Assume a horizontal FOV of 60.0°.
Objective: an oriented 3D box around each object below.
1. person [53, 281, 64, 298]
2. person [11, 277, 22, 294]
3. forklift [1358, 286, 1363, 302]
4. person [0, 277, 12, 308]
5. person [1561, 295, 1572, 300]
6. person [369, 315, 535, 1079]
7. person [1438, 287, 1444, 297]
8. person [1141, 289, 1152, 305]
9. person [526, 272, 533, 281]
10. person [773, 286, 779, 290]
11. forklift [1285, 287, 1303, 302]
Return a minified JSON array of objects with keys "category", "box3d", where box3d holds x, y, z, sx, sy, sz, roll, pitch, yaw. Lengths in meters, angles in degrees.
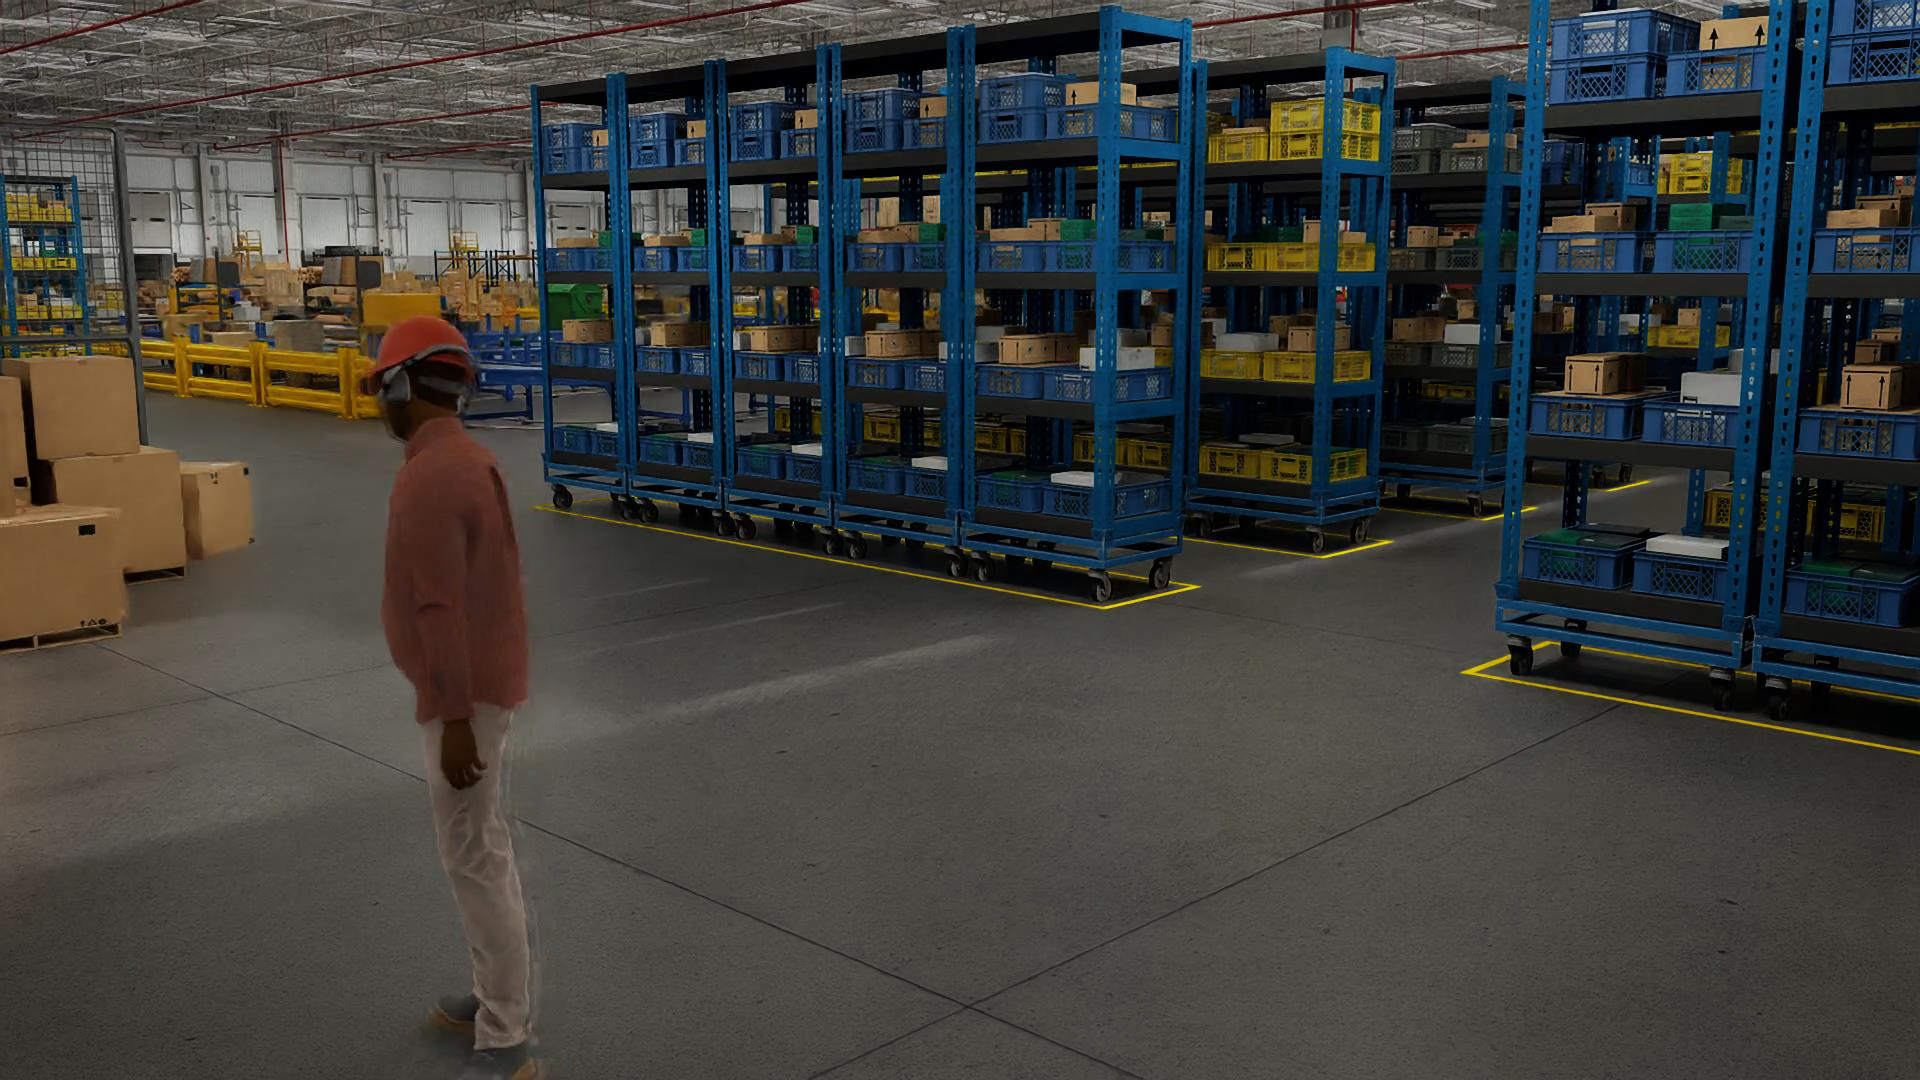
[{"category":"person","box3d":[-19.296,-4.645,35.699,1.003,1.802,0.550,-4,10,-23]},{"category":"person","box3d":[-34.952,-8.990,61.806,0.630,1.977,1.067,4,10,25]},{"category":"forklift","box3d":[11.100,-7.017,46.970,1.873,2.768,1.129,9,13,43]},{"category":"person","box3d":[-34.459,-8.614,59.822,0.641,1.883,1.042,-6,11,-32]},{"category":"person","box3d":[12.537,-4.434,34.333,0.602,1.830,0.404,-7,12,-37]},{"category":"person","box3d":[-1.307,0.419,4.256,0.403,1.953,0.804,-1,9,-6]},{"category":"person","box3d":[13.118,-6.274,46.114,0.553,1.662,0.692,8,12,40]},{"category":"person","box3d":[3.838,-4.739,35.853,0.610,1.946,0.405,1,9,8]},{"category":"person","box3d":[-25.233,-14.816,97.881,0.592,1.867,0.604,0,9,-2]},{"category":"person","box3d":[-8.856,-11.912,79.931,0.374,1.915,0.596,0,9,2]},{"category":"forklift","box3d":[11.832,-8.955,58.850,1.873,2.768,1.129,9,13,43]}]
